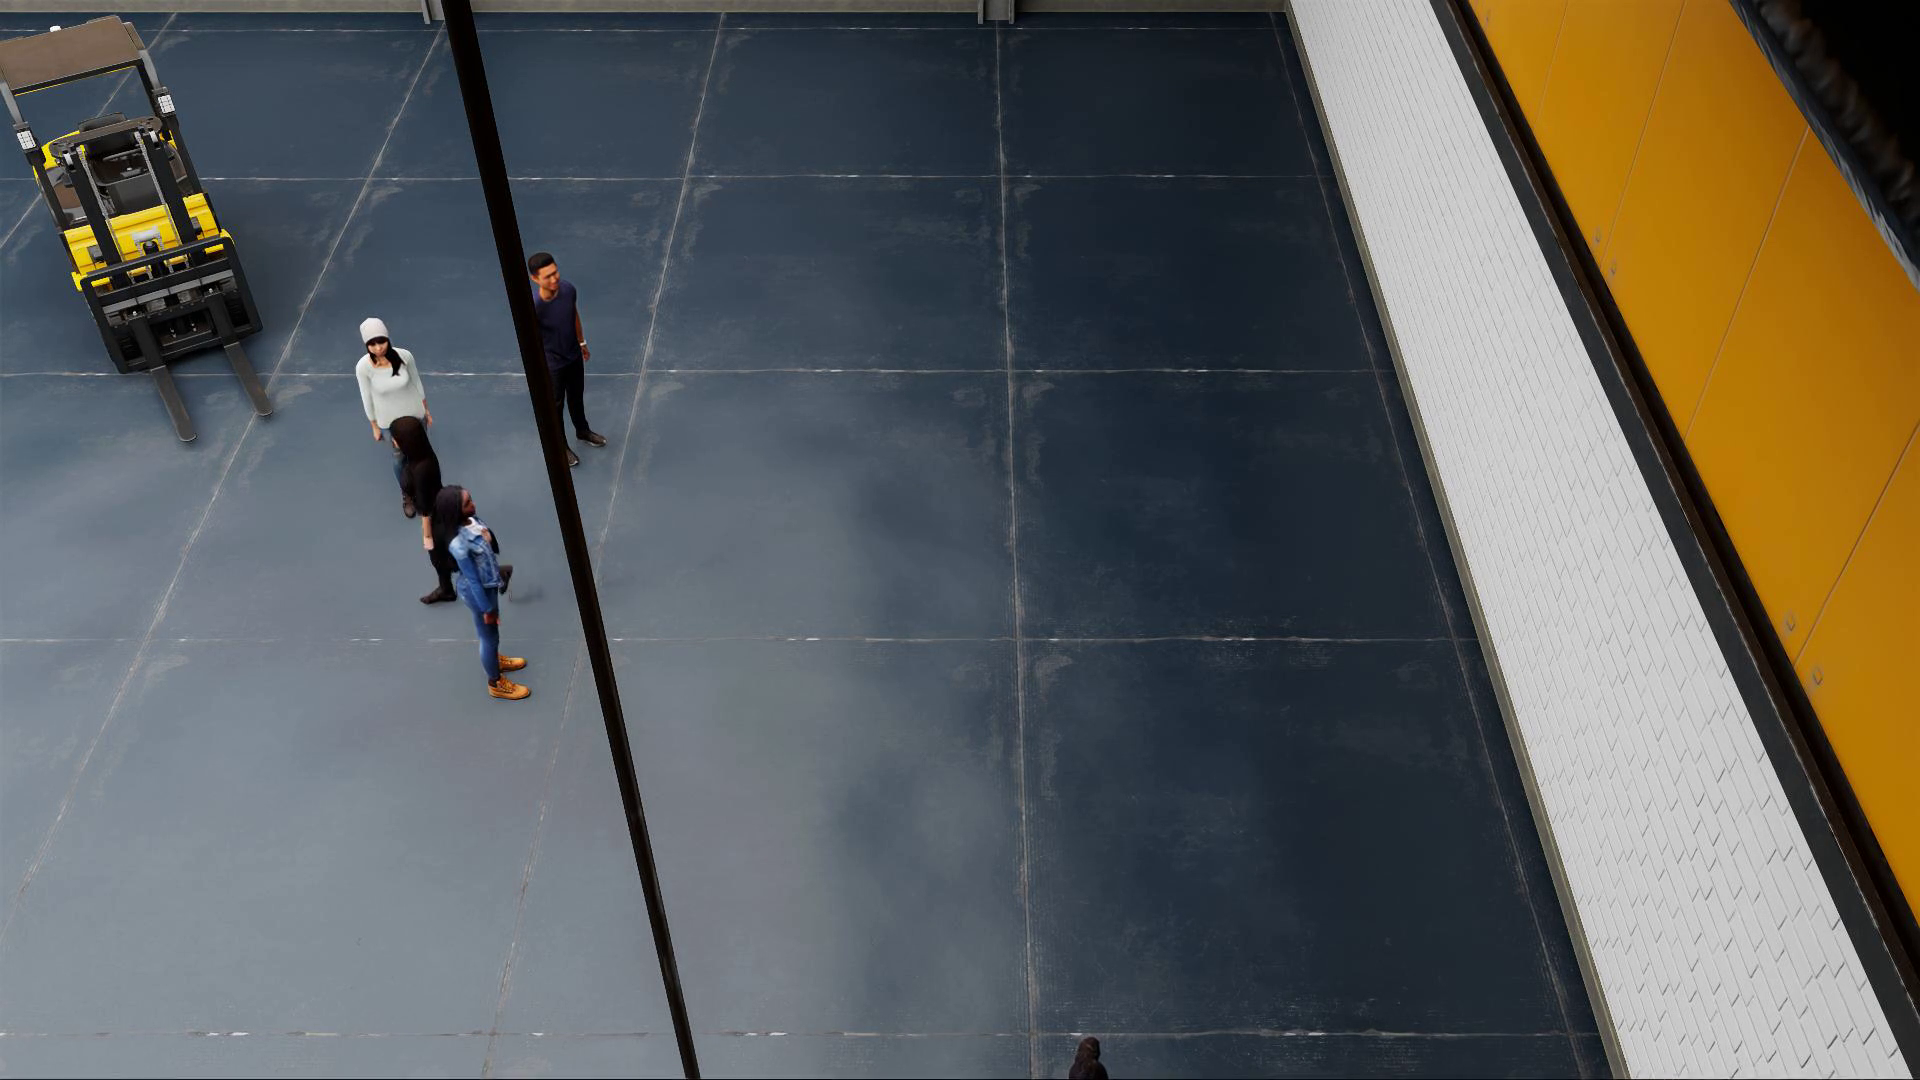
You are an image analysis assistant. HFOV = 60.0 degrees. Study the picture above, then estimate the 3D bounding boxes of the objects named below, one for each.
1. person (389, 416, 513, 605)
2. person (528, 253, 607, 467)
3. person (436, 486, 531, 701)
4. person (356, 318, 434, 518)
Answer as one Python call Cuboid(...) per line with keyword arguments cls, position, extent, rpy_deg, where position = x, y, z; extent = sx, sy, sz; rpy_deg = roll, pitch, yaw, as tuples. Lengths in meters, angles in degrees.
Cuboid(cls="person", position=(-3.435, -0.163, 11.145), extent=(0.961, 1.625, 0.722), rpy_deg=(-9, 44, -10))
Cuboid(cls="person", position=(-2.964, -1.369, 12.288), extent=(0.735, 1.793, 0.714), rpy_deg=(27, 50, 25))
Cuboid(cls="person", position=(-3.057, 0.316, 10.579), extent=(0.588, 1.712, 0.648), rpy_deg=(-9, 44, -9))
Cuboid(cls="person", position=(-4.007, -0.888, 11.892), extent=(0.589, 1.645, 0.707), rpy_deg=(-21, 48, -21))
